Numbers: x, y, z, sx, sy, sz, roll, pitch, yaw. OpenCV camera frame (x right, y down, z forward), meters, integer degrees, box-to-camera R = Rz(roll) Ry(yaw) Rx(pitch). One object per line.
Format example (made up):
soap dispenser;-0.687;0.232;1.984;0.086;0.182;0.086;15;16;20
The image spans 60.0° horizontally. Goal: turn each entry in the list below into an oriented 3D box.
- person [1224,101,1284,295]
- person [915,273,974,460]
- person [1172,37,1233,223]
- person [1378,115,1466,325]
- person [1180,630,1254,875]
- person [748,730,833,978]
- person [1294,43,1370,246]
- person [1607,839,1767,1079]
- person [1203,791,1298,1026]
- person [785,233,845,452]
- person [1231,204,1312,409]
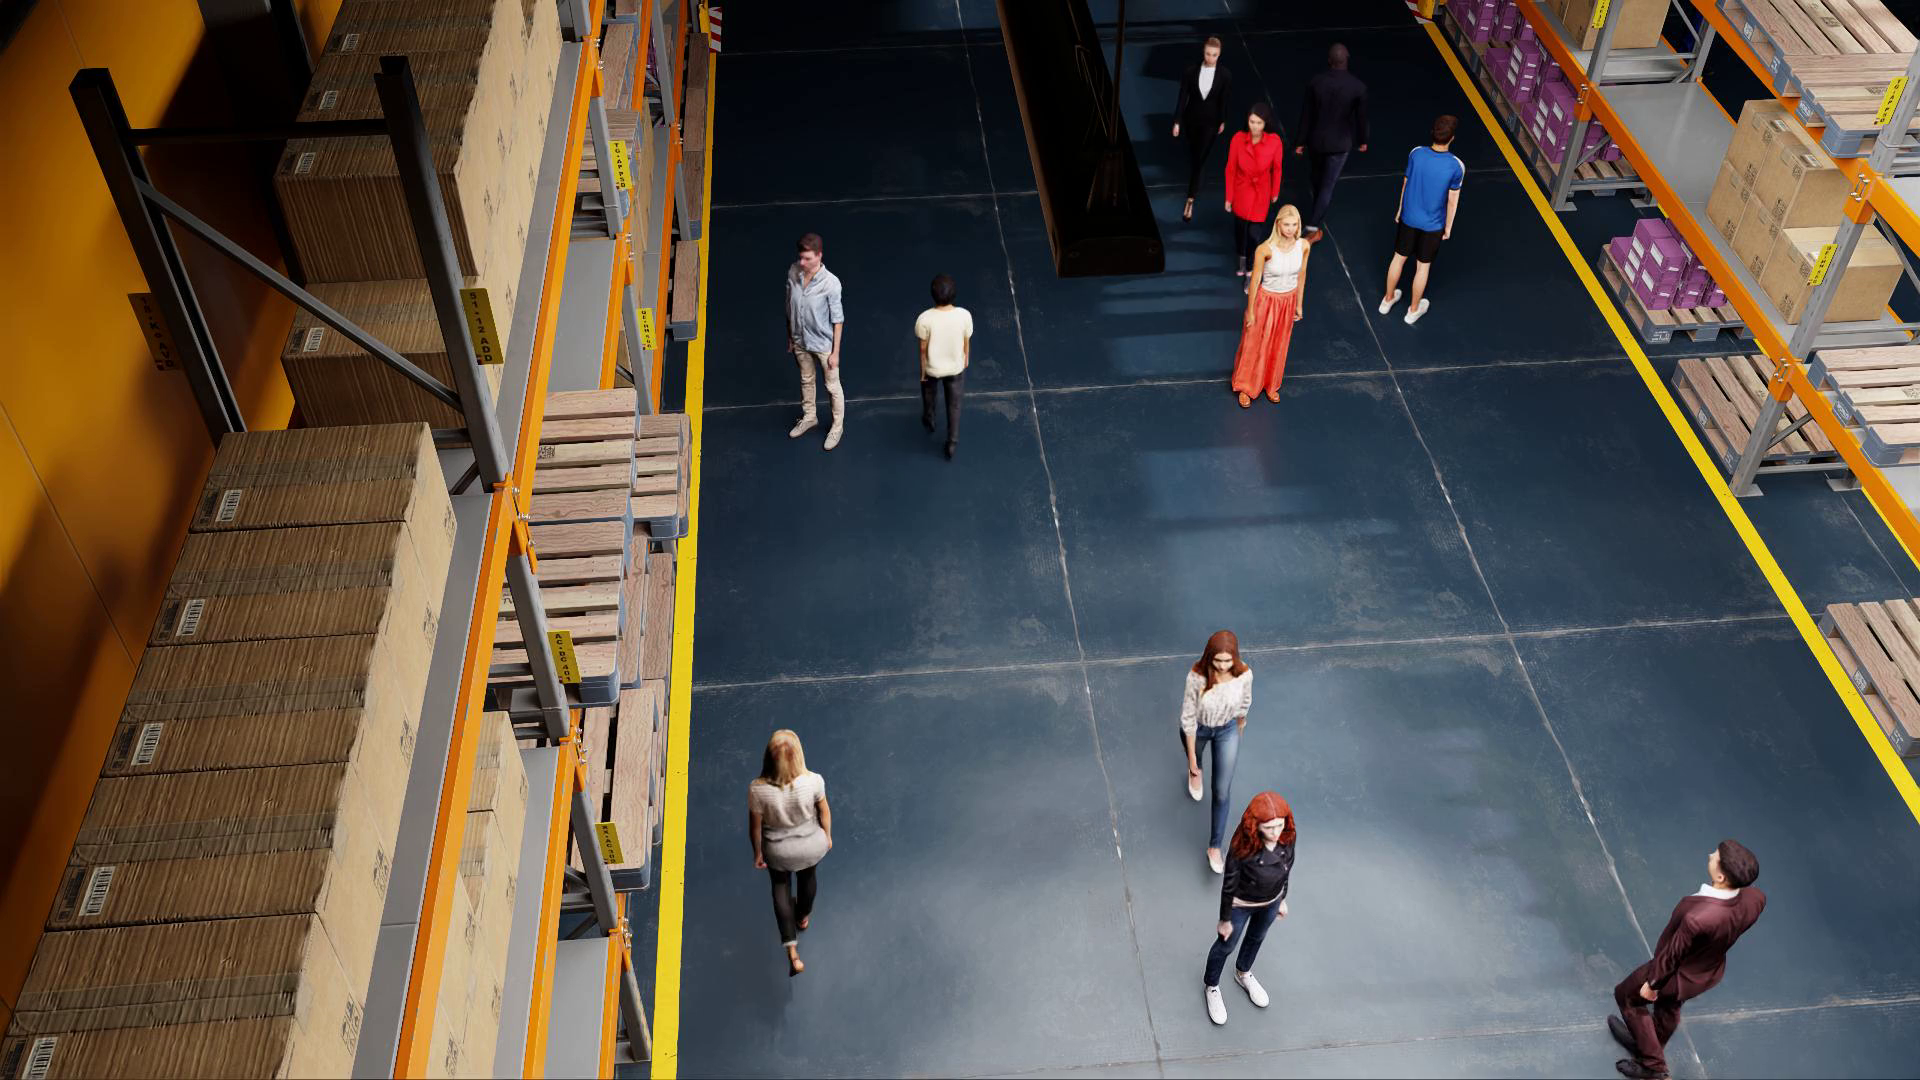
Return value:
person;2.493;-2.999;14.207;0.764;1.728;0.847;10;45;10
person;-0.111;-1.257;12.493;0.622;1.570;0.785;-7;44;-7
person;2.204;-3.812;15.115;0.905;1.653;1.192;12;45;12
person;3.821;-2.666;13.757;0.732;1.866;0.761;21;48;21
person;1.483;1.072;9.965;0.697;1.684;1.175;1;44;1
person;-0.909;1.741;9.171;0.646;1.812;0.954;-7;44;-7
person;3.202;-3.422;14.626;1.143;1.763;1.307;20;47;20
person;3.795;2.257;8.598;0.824;1.856;0.857;-18;46;-18
person;1.569;1.960;8.959;0.642;1.787;0.633;-16;46;-16
person;-1.088;-1.518;12.566;0.732;1.848;0.750;21;48;21
person;2.436;-1.826;12.923;0.665;1.802;0.622;-10;44;-10
